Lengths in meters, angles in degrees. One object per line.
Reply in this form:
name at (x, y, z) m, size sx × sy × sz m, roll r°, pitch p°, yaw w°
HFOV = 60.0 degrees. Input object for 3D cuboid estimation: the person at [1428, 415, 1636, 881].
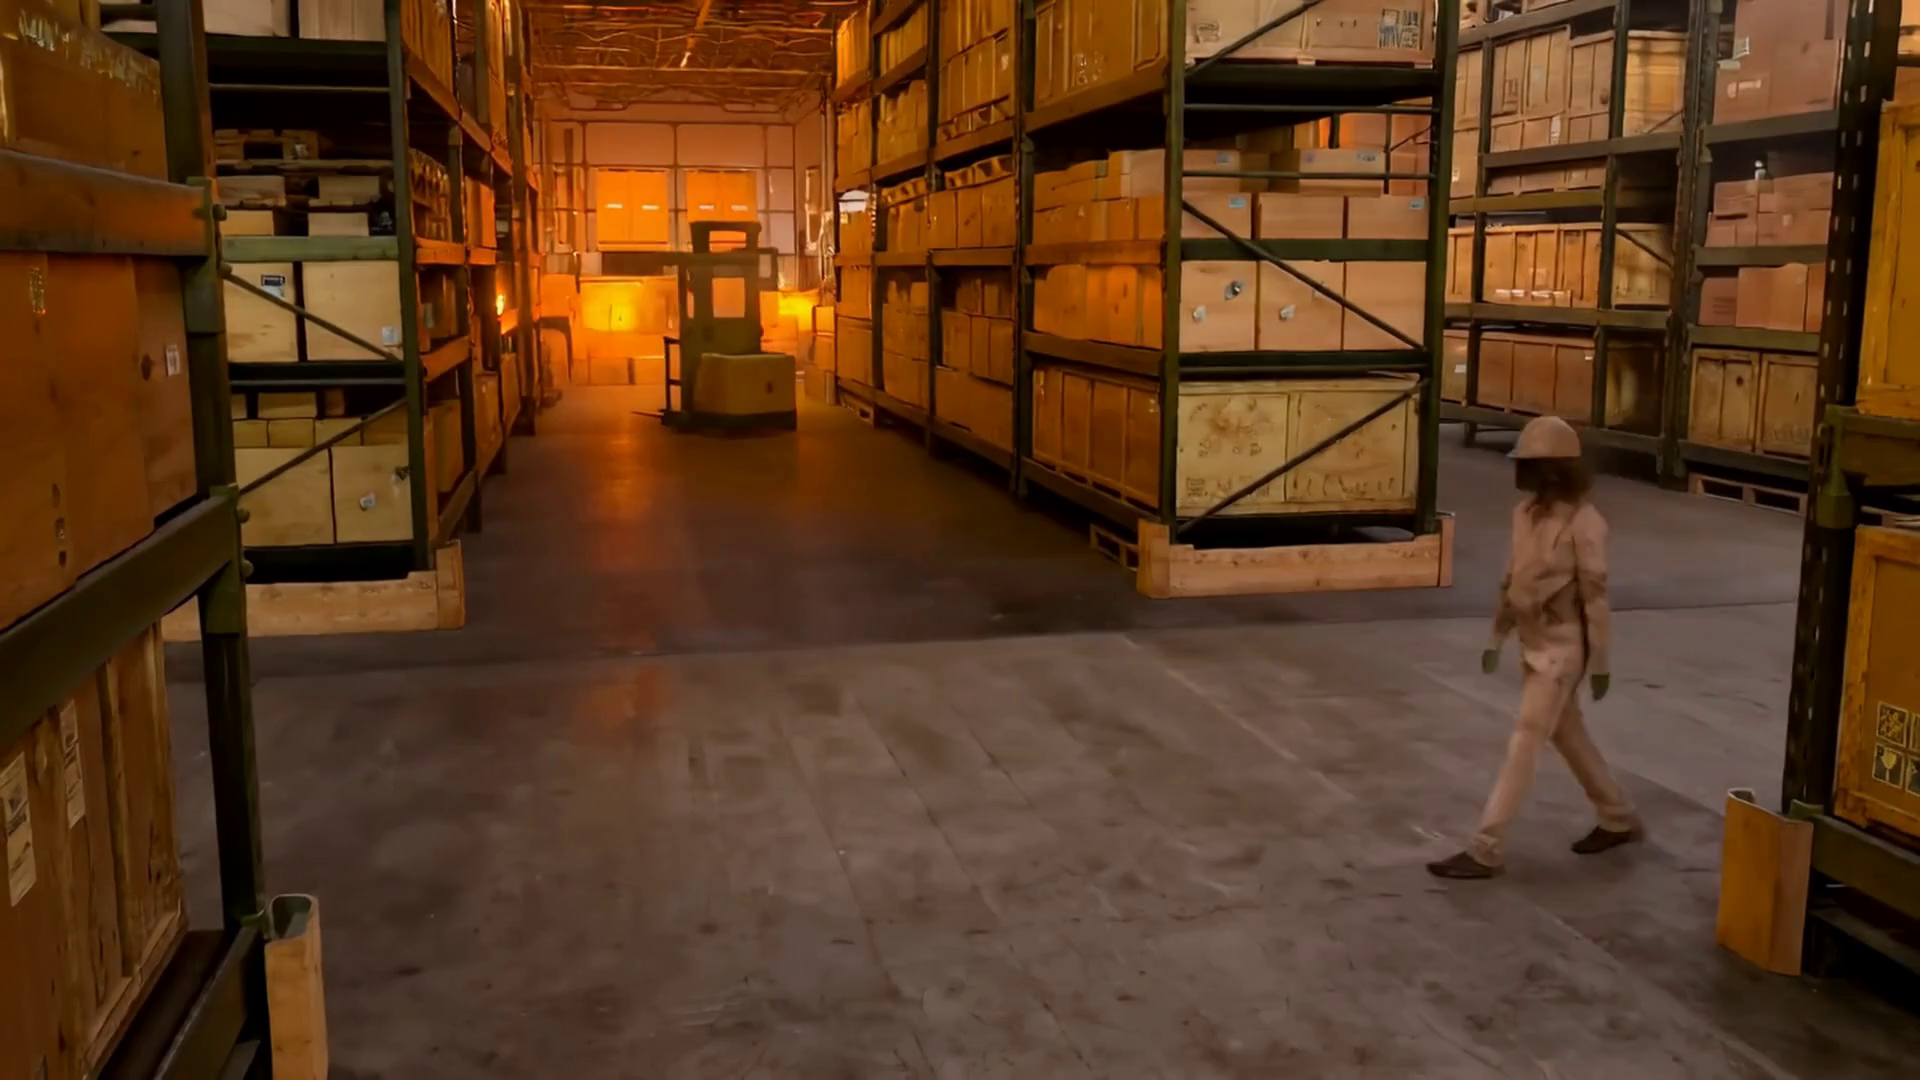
person at (2.169, 0.384, 6.092) m, size 0.911 × 1.696 × 0.503 m, roll -2°, pitch 10°, yaw -13°

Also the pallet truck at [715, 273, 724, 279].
pallet truck at (-8.580, -8.986, 62.280) m, size 1.885 × 1.965 × 0.823 m, roll 1°, pitch 9°, yaw 5°

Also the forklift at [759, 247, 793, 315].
forklift at (-6.009, -7.555, 50.877) m, size 1.129 × 2.768 × 1.873 m, roll -7°, pitch 12°, yaw -38°

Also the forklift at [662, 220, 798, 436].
forklift at (-3.090, -2.857, 22.239) m, size 1.129 × 2.768 × 1.873 m, roll -7°, pitch 12°, yaw -36°
